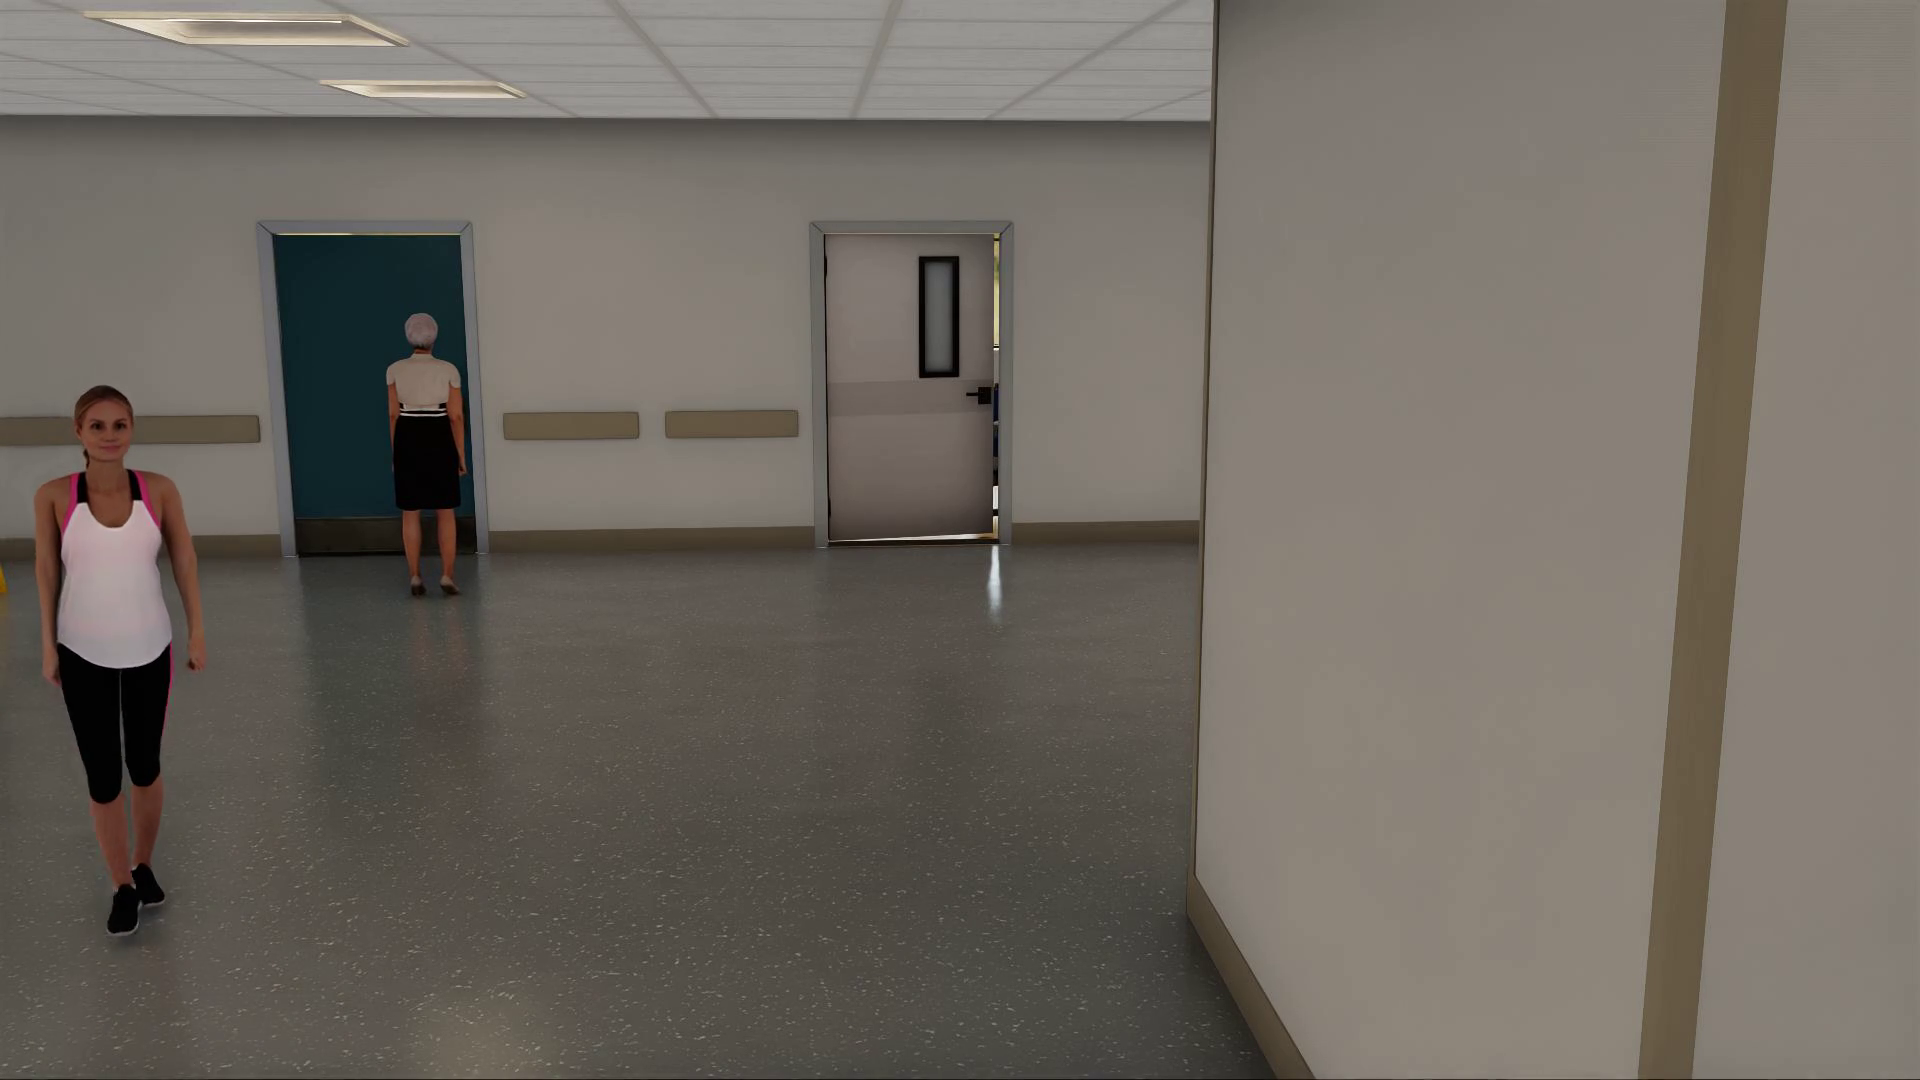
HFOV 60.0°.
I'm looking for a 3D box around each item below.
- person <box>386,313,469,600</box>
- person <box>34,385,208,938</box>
[{"bbox_3d":[-3.290,-0.513,10.233,0.491,1.751,0.673,-2,11,-11],"label":"person"},{"bbox_3d":[-2.789,0.375,5.511,0.819,1.768,0.854,-6,12,-30],"label":"person"}]
